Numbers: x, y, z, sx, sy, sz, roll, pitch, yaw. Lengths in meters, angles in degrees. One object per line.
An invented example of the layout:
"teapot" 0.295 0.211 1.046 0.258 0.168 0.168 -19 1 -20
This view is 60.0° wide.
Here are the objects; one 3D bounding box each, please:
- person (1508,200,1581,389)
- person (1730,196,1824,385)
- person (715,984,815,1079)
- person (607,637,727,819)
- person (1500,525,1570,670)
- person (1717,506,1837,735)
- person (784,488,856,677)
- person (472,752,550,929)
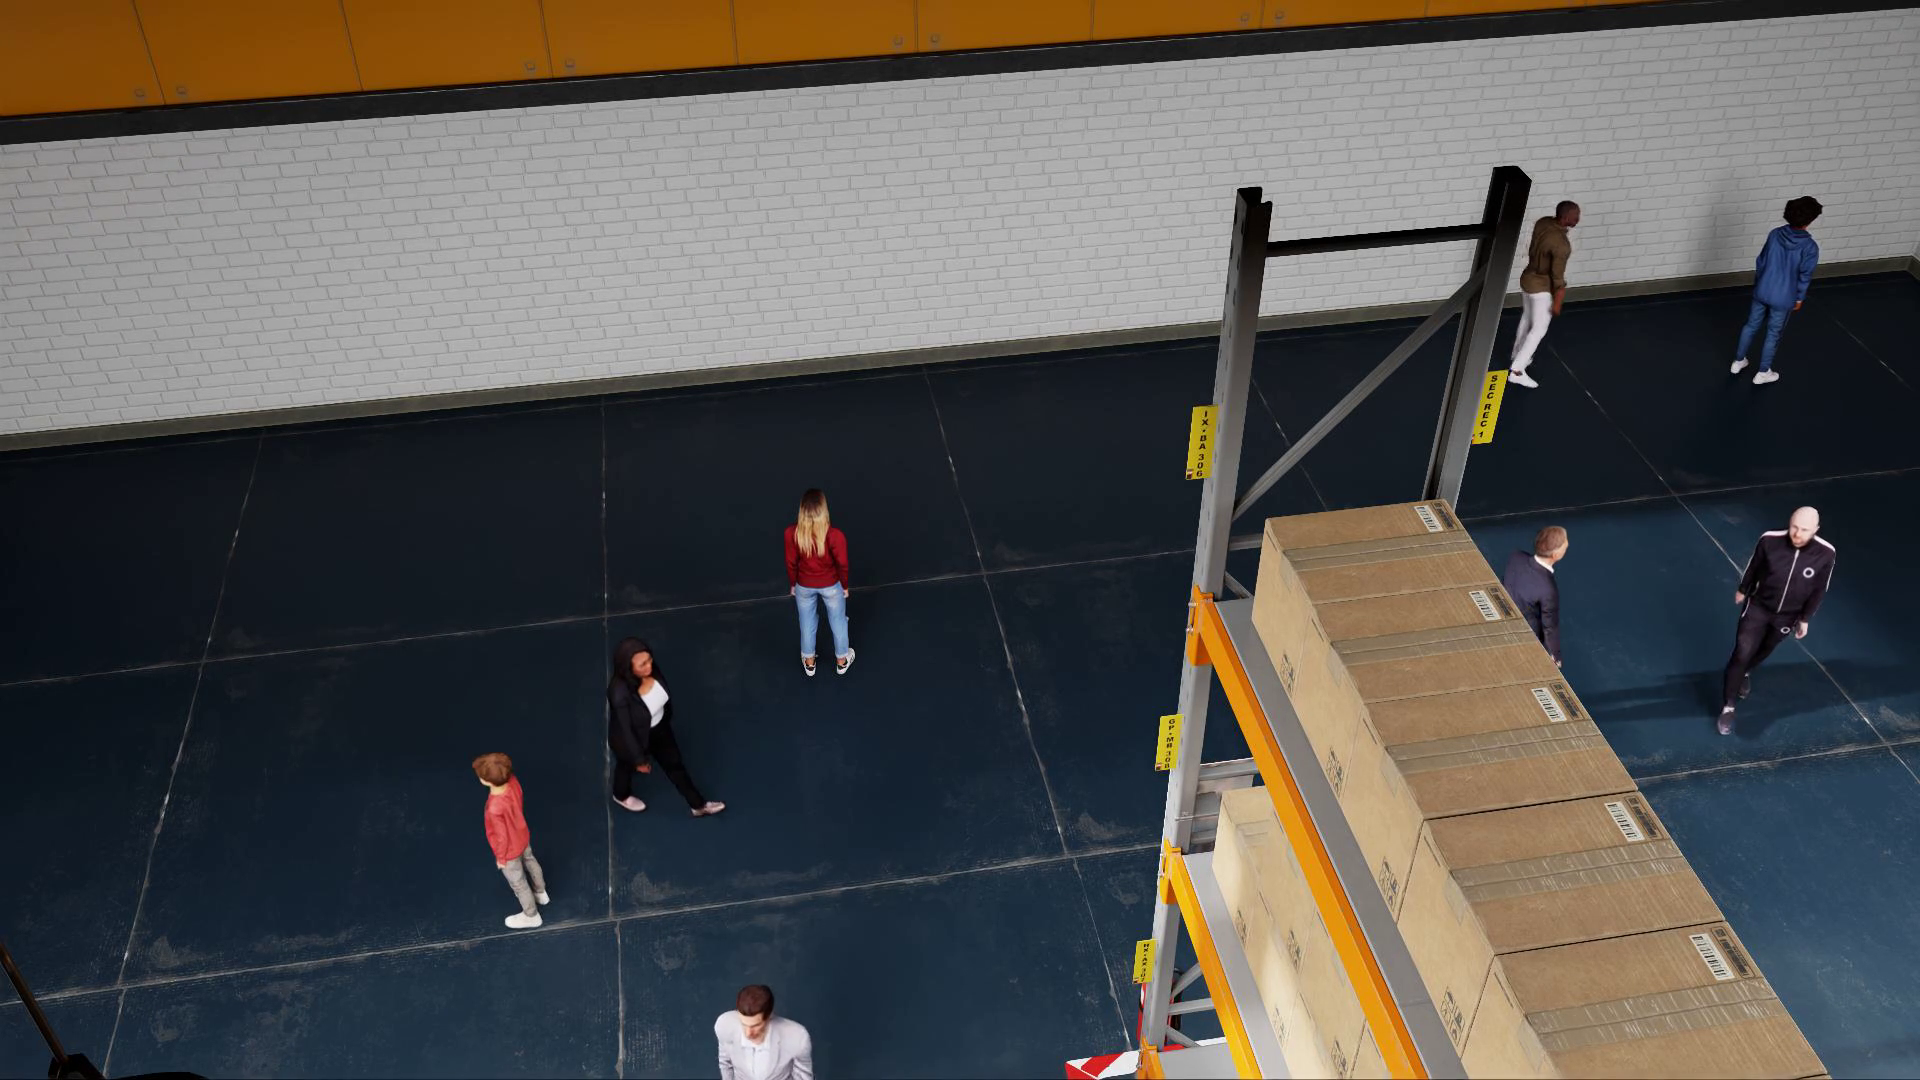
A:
"person" 5.286 -2.302 15.130 0.818 1.812 0.547 -11 40 -13
"person" 7.422 -2.275 15.097 0.813 1.811 0.668 -23 44 -26
"person" -0.962 2.838 8.690 0.933 1.817 1.184 5 39 7
"person" -2.172 1.251 10.878 1.047 1.568 1.108 13 40 15
"person" 3.776 0.648 11.462 0.800 1.780 1.018 -8 39 -9
"person" 5.737 0.429 11.726 0.974 1.793 1.139 13 40 16
"person" -1.021 0.307 12.006 0.639 1.634 0.569 1 39 1
"person" -2.761 1.841 10.260 0.630 1.417 0.488 4 39 6
